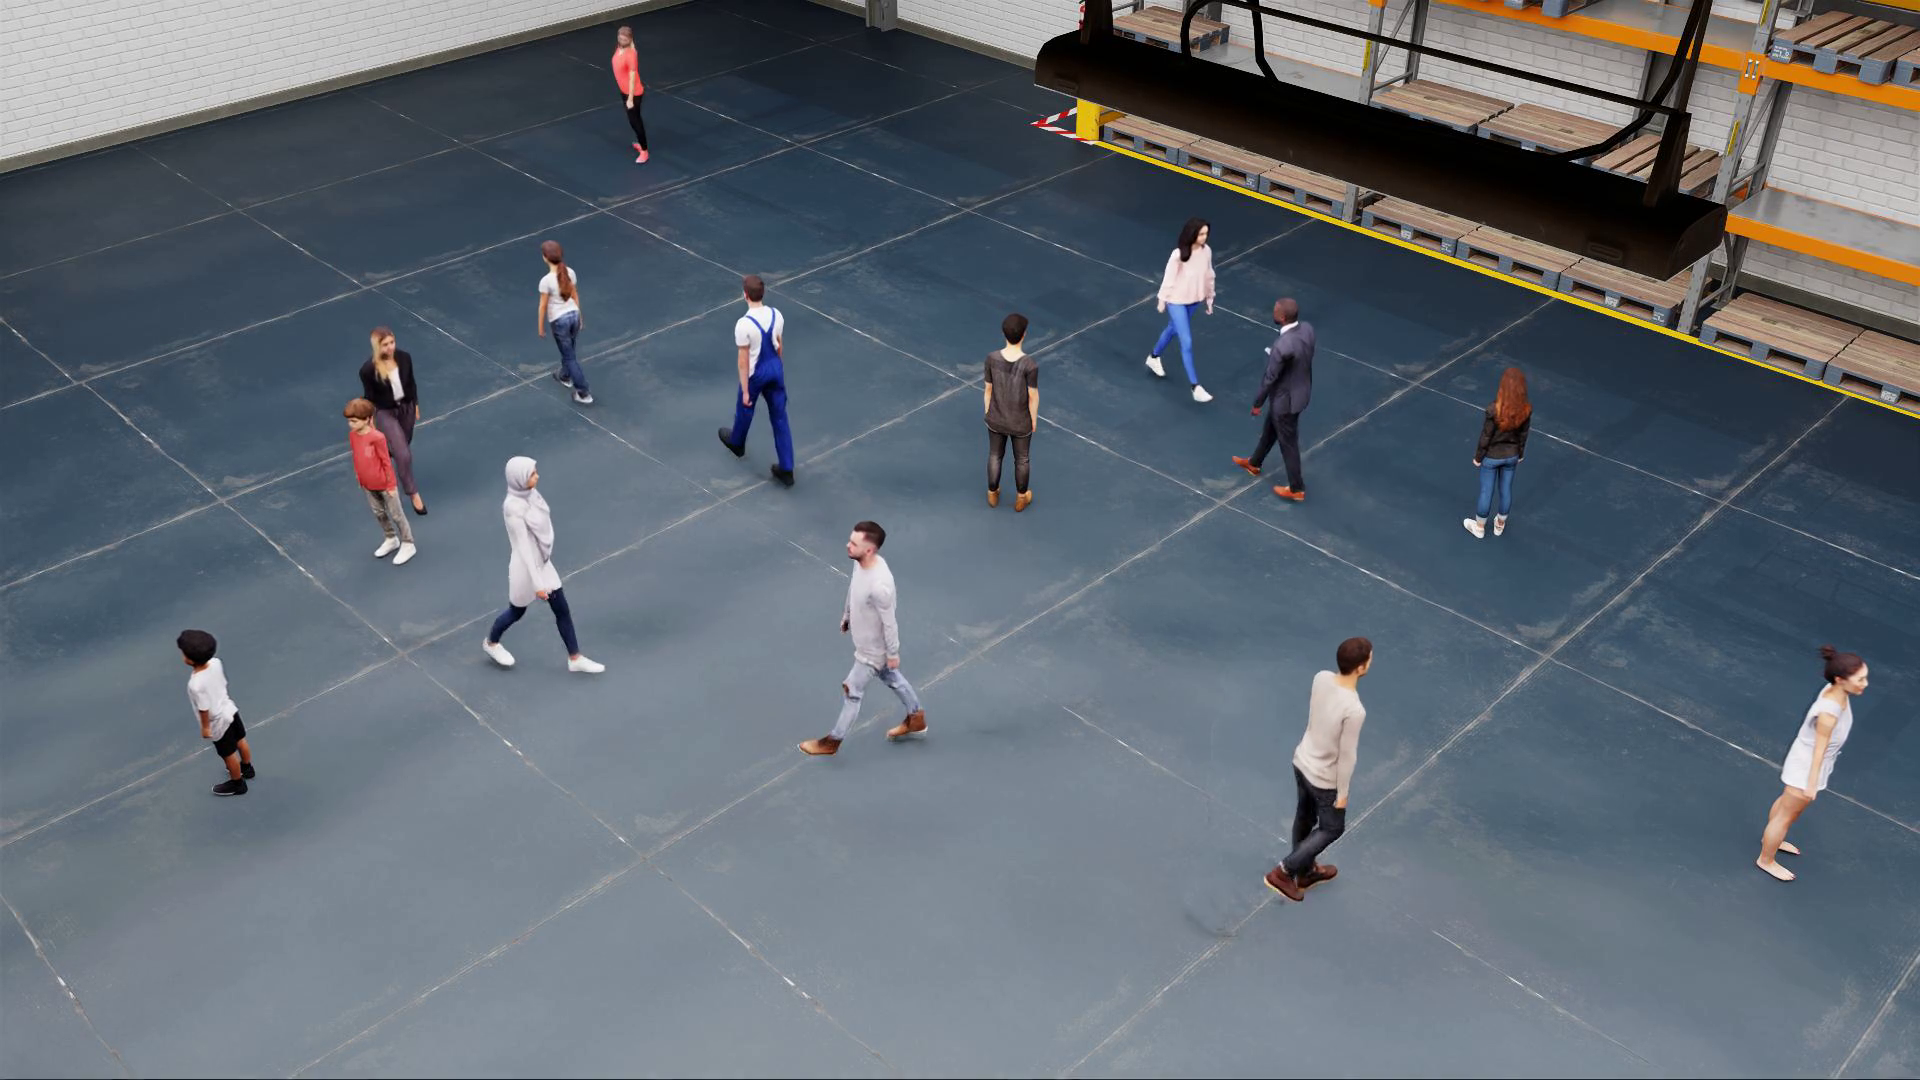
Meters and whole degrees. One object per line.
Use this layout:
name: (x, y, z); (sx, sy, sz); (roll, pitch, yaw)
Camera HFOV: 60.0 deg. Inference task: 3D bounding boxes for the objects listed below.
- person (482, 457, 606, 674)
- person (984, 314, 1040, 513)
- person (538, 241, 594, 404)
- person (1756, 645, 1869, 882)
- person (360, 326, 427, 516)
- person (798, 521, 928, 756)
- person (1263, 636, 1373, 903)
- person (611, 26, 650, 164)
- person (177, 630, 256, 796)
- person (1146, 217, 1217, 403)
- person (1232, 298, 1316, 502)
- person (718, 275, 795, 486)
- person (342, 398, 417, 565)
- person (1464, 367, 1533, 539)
person: (-3.100, 0.219, 11.660); (1.239, 1.736, 1.027); (8, 34, 12)
person: (0.410, -1.029, 13.560); (0.619, 1.711, 0.747); (11, 35, 15)
person: (-3.573, -1.963, 15.124); (0.911, 1.535, 0.578); (27, 42, 34)
person: (5.167, 1.337, 10.094); (0.582, 1.608, 0.613); (19, 38, 26)
person: (-4.678, -1.014, 13.610); (1.046, 1.632, 0.655); (26, 42, 34)
person: (-0.496, 0.651, 10.959); (1.130, 1.794, 1.204); (-8, 35, -12)
person: (2.048, 1.385, 9.804); (0.895, 1.848, 0.888); (-12, 35, -17)
person: (-3.986, -5.466, 20.272); (0.919, 1.671, 0.673); (-9, 35, -13)
person: (-4.805, 1.104, 10.757); (0.627, 1.261, 0.575); (3, 34, 5)
person: (1.990, -2.176, 15.297); (0.854, 1.699, 1.292); (-19, 38, -26)
person: (2.749, -1.109, 13.602); (1.037, 1.797, 0.783); (25, 41, 32)
person: (-1.588, -1.285, 13.859); (0.760, 1.807, 1.200); (-23, 40, -30)
person: (-4.533, -0.483, 13.008); (0.523, 1.413, 0.638); (14, 36, 20)
person: (4.311, -0.694, 13.261); (0.637, 1.483, 0.664); (-6, 34, -8)
